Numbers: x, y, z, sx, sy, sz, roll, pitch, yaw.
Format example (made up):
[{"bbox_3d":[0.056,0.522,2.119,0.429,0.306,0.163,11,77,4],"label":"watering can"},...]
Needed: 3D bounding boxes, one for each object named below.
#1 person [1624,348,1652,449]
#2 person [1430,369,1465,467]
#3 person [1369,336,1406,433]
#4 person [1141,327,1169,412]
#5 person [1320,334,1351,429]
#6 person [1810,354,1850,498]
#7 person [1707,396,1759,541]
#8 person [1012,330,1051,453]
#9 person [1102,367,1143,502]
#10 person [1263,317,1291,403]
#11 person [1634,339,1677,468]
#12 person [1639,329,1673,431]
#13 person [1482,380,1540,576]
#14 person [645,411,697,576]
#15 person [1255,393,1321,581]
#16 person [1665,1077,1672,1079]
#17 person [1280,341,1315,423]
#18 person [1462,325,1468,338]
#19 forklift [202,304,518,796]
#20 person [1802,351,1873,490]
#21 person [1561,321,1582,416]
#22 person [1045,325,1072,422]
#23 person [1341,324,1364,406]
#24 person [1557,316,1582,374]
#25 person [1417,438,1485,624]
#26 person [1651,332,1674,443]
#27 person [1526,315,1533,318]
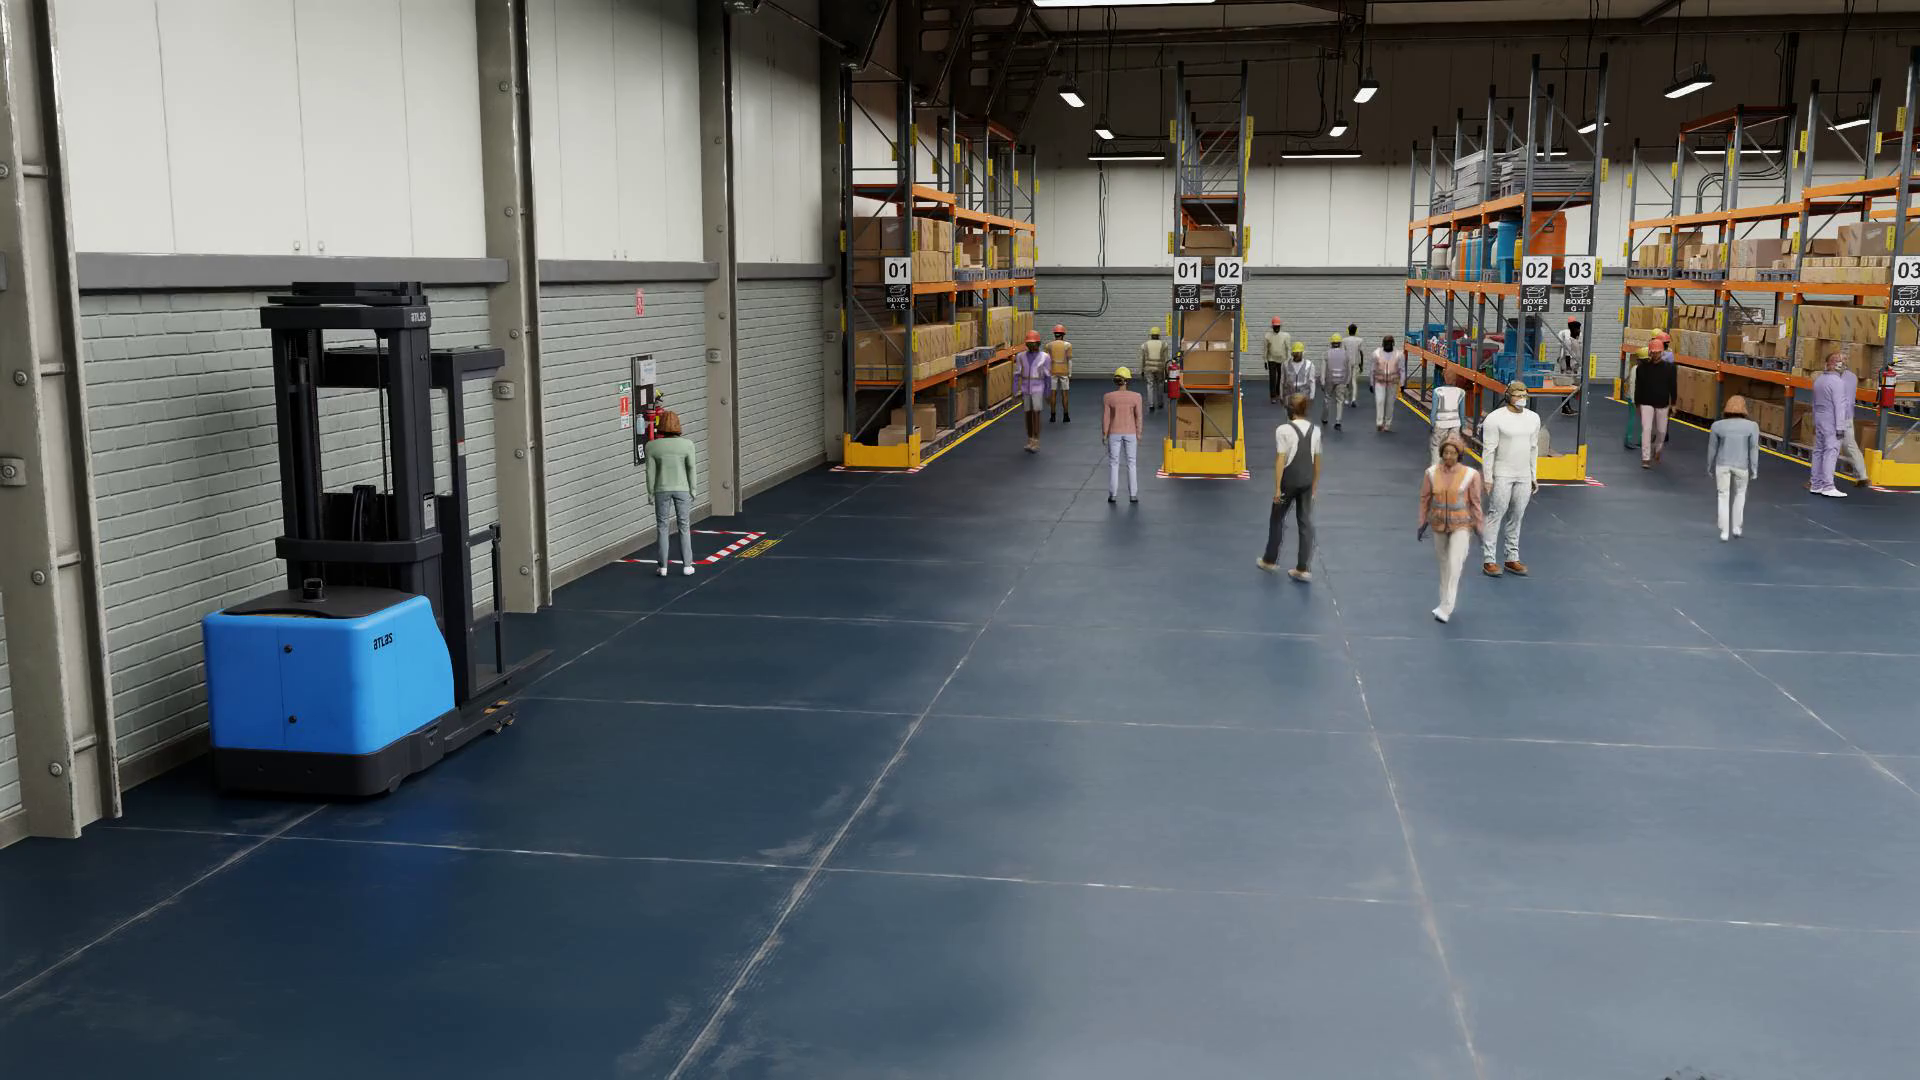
[{"bbox_3d":[11.440,-2.382,28.011,0.539,1.726,0.593,-3,10,-20],"label":"person"},{"bbox_3d":[6.875,-1.611,23.571,0.551,1.616,0.607,-1,9,-8],"label":"person"},{"bbox_3d":[7.967,-2.900,31.005,0.654,1.789,0.945,2,9,14],"label":"person"},{"bbox_3d":[4.201,-3.677,35.807,0.625,1.785,0.902,2,9,13],"label":"person"},{"bbox_3d":[7.204,-3.052,31.954,0.605,1.788,0.907,1,9,5],"label":"person"},{"bbox_3d":[11.679,-1.537,22.275,0.408,1.903,0.638,0,9,0],"label":"person"},{"bbox_3d":[8.692,-0.819,18.720,0.528,1.600,0.739,4,10,26],"label":"person"},{"bbox_3d":[1.197,-2.489,27.791,0.619,2.041,0.514,4,10,24],"label":"person"},{"bbox_3d":[2.110,-1.368,21.661,0.524,1.764,0.329,1,9,6],"label":"person"},{"bbox_3d":[7.257,-4.141,38.133,0.608,1.969,0.876,1,9,5],"label":"person"},{"bbox_3d":[10.720,-2.121,25.649,0.613,1.975,0.801,4,10,22],"label":"person"},{"bbox_3d":[12.996,-2.986,31.120,0.587,1.930,0.361,1,9,8],"label":"person"},{"bbox_3d":[5.458,-0.619,16.496,0.635,1.937,0.354,-3,10,-18],"label":"person"},{"bbox_3d":[-2.853,-0.461,16.461,0.499,1.633,0.286,-2,9,-9],"label":"person"},{"bbox_3d":[3.236,-0.542,16.382,0.551,1.814,0.852,-3,10,-20],"label":"person"},{"bbox_3d":[1.282,1.713,2.939,0.532,1.667,0.771,6,11,33],"label":"person"},{"bbox_3d":[5.811,-2.525,28.675,0.598,1.812,0.749,2,9,11],"label":"person"},{"bbox_3d":[12.871,-4.656,42.317,0.311,1.638,0.522,7,12,38],"label":"person"},{"bbox_3d":[-3.673,-0.038,10.147,1.129,2.768,1.873,1,9,9],"label":"forklift"},{"bbox_3d":[12.116,-1.629,22.874,0.829,1.902,0.559,-3,10,-19],"label":"person"},{"bbox_3d":[12.769,-3.588,34.725,0.365,1.965,0.608,6,11,31],"label":"person"},{"bbox_3d":[1.974,-3.326,33.233,0.543,1.927,0.384,1,9,9],"label":"person"},{"bbox_3d":[8.777,-3.925,37.226,0.530,1.838,0.936,1,9,7],"label":"person"},{"bbox_3d":[14.806,-4.487,40.404,0.566,1.917,0.411,3,10,15],"label":"person"},{"bbox_3d":[4.179,-0.079,14.261,0.558,1.582,0.908,7,12,39],"label":"person"},{"bbox_3d":[12.387,-2.701,29.389,0.382,1.930,0.540,8,12,42],"label":"person"},{"bbox_3d":[14.597,-4.818,42.634,0.592,1.875,0.994,-7,12,-38],"label":"person"}]
